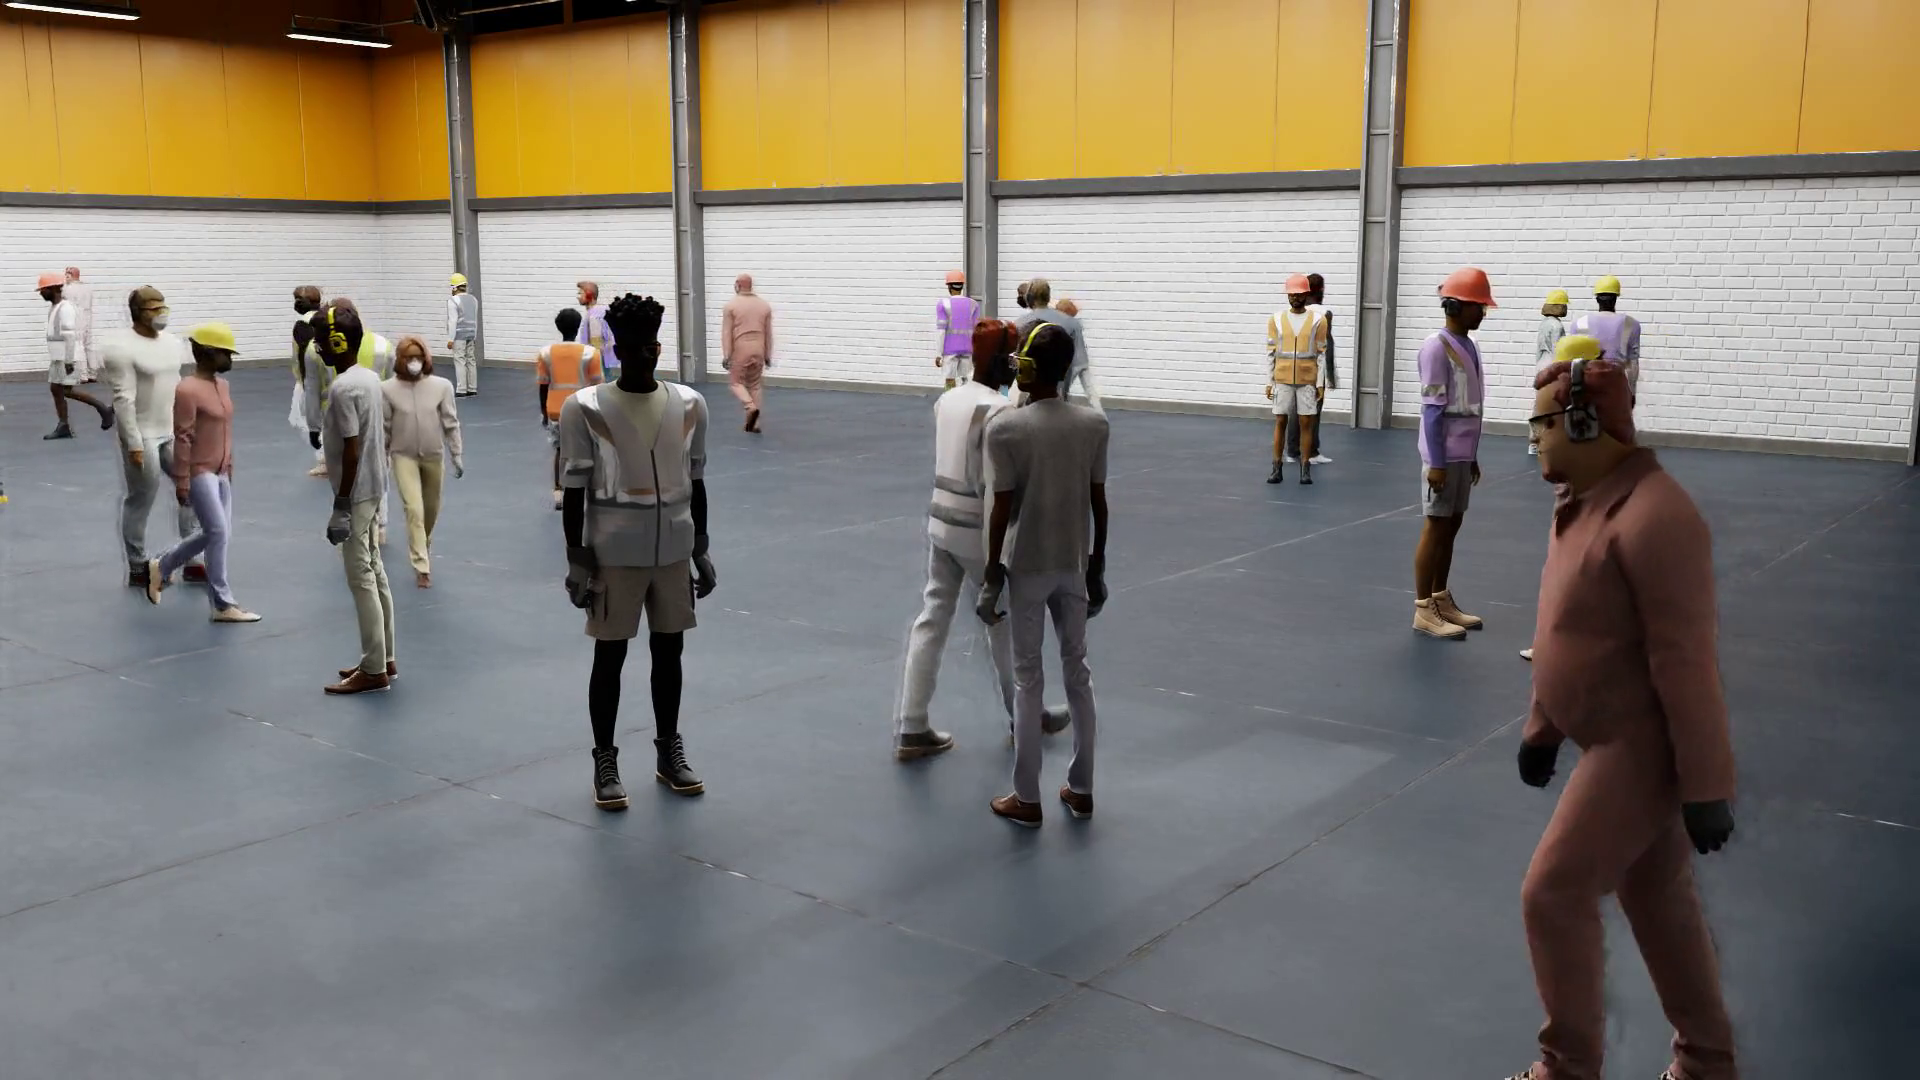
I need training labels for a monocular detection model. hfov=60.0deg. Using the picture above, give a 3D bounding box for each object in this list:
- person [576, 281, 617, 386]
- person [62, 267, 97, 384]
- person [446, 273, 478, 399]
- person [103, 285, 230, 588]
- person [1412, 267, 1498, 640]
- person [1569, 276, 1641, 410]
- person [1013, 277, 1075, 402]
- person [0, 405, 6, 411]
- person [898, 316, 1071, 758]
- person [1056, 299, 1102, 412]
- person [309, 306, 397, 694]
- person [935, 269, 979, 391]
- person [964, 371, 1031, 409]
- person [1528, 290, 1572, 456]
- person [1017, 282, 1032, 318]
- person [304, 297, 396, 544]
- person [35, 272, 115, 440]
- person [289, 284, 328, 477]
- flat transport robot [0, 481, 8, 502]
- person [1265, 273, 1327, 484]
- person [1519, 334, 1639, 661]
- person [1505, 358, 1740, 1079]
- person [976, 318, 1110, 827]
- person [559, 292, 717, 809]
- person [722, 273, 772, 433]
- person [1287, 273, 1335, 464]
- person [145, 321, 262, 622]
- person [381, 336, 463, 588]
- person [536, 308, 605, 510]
[{"bbox_3d":[-3.901,-1.812,17.552,0.551,1.825,0.607,-1,10,-6],"label":"person"},{"bbox_3d":[-14.458,-3.511,27.234,0.402,1.906,0.652,1,10,3],"label":"person"},{"bbox_3d":[-7.301,-2.977,24.342,0.404,1.832,0.600,4,10,21],"label":"person"},{"bbox_3d":[-4.977,-0.628,10.434,0.772,1.910,0.654,3,10,14],"label":"person"},{"bbox_3d":[2.739,-0.481,9.205,0.377,2.041,0.607,7,12,34],"label":"person"},{"bbox_3d":[5.589,-1.333,14.499,0.594,1.922,0.377,2,10,14],"label":"person"},{"bbox_3d":[0.742,-1.279,14.198,0.624,1.921,0.771,-5,11,-25],"label":"person"},{"bbox_3d":[-13.143,-2.626,22.216,0.580,1.862,0.669,5,11,27],"label":"person"},{"bbox_3d":[0.106,-0.012,7.023,0.924,1.838,0.721,-6,12,-32],"label":"person"},{"bbox_3d":[1.342,-2.028,19.540,0.728,1.580,0.553,4,11,23],"label":"person"},{"bbox_3d":[-2.931,-0.187,8.020,0.329,1.861,0.509,-1,10,-5],"label":"person"},{"bbox_3d":[-0.051,-2.262,19.883,0.552,1.932,0.377,-5,11,-25],"label":"person"},{"bbox_3d":[0.258,-0.537,10.740,0.519,1.627,0.372,0,10,2],"label":"person"},{"bbox_3d":[6.189,-1.738,17.390,0.320,1.742,0.492,0,10,-3],"label":"person"},{"bbox_3d":[0.829,-1.943,18.392,0.846,1.820,0.627,4,11,22],"label":"person"},{"bbox_3d":[-4.308,-0.821,11.864,0.670,1.811,0.647,-5,11,-28],"label":"person"},{"bbox_3d":[-10.195,-2.107,19.078,0.556,1.910,0.687,9,13,42],"label":"person"},{"bbox_3d":[-6.067,-1.483,15.675,0.441,1.832,0.642,2,10,9],"label":"person"},{"bbox_3d":[-8.697,-0.434,14.073,1.431,0.197,0.652,8,13,39],"label":"flat transport robot"},{"bbox_3d":[3.080,-1.475,15.291,0.551,1.937,0.357,2,10,14],"label":"person"},{"bbox_3d":[3.327,-0.206,8.578,0.764,1.705,0.539,-1,10,-5],"label":"person"},{"bbox_3d":[1.571,0.503,3.988,0.767,1.861,0.666,2,10,11],"label":"person"},{"bbox_3d":[0.307,0.126,6.156,0.521,1.877,0.328,-4,11,-22],"label":"person"},{"bbox_3d":[-1.225,0.040,6.389,0.612,1.963,0.361,-6,12,-33],"label":"person"},{"bbox_3d":[-2.490,-2.189,19.576,0.685,1.890,0.554,-8,12,-37],"label":"person"},{"bbox_3d":[3.510,-1.717,16.756,0.381,1.916,0.599,-6,12,-33],"label":"person"},{"bbox_3d":[-4.405,-0.385,9.539,0.691,1.731,0.552,0,10,0],"label":"person"},{"bbox_3d":[-3.524,-0.532,10.808,0.509,1.604,0.789,-5,11,-28],"label":"person"},{"bbox_3d":[-3.121,-1.029,13.451,0.535,1.686,0.425,1,10,5],"label":"person"}]
